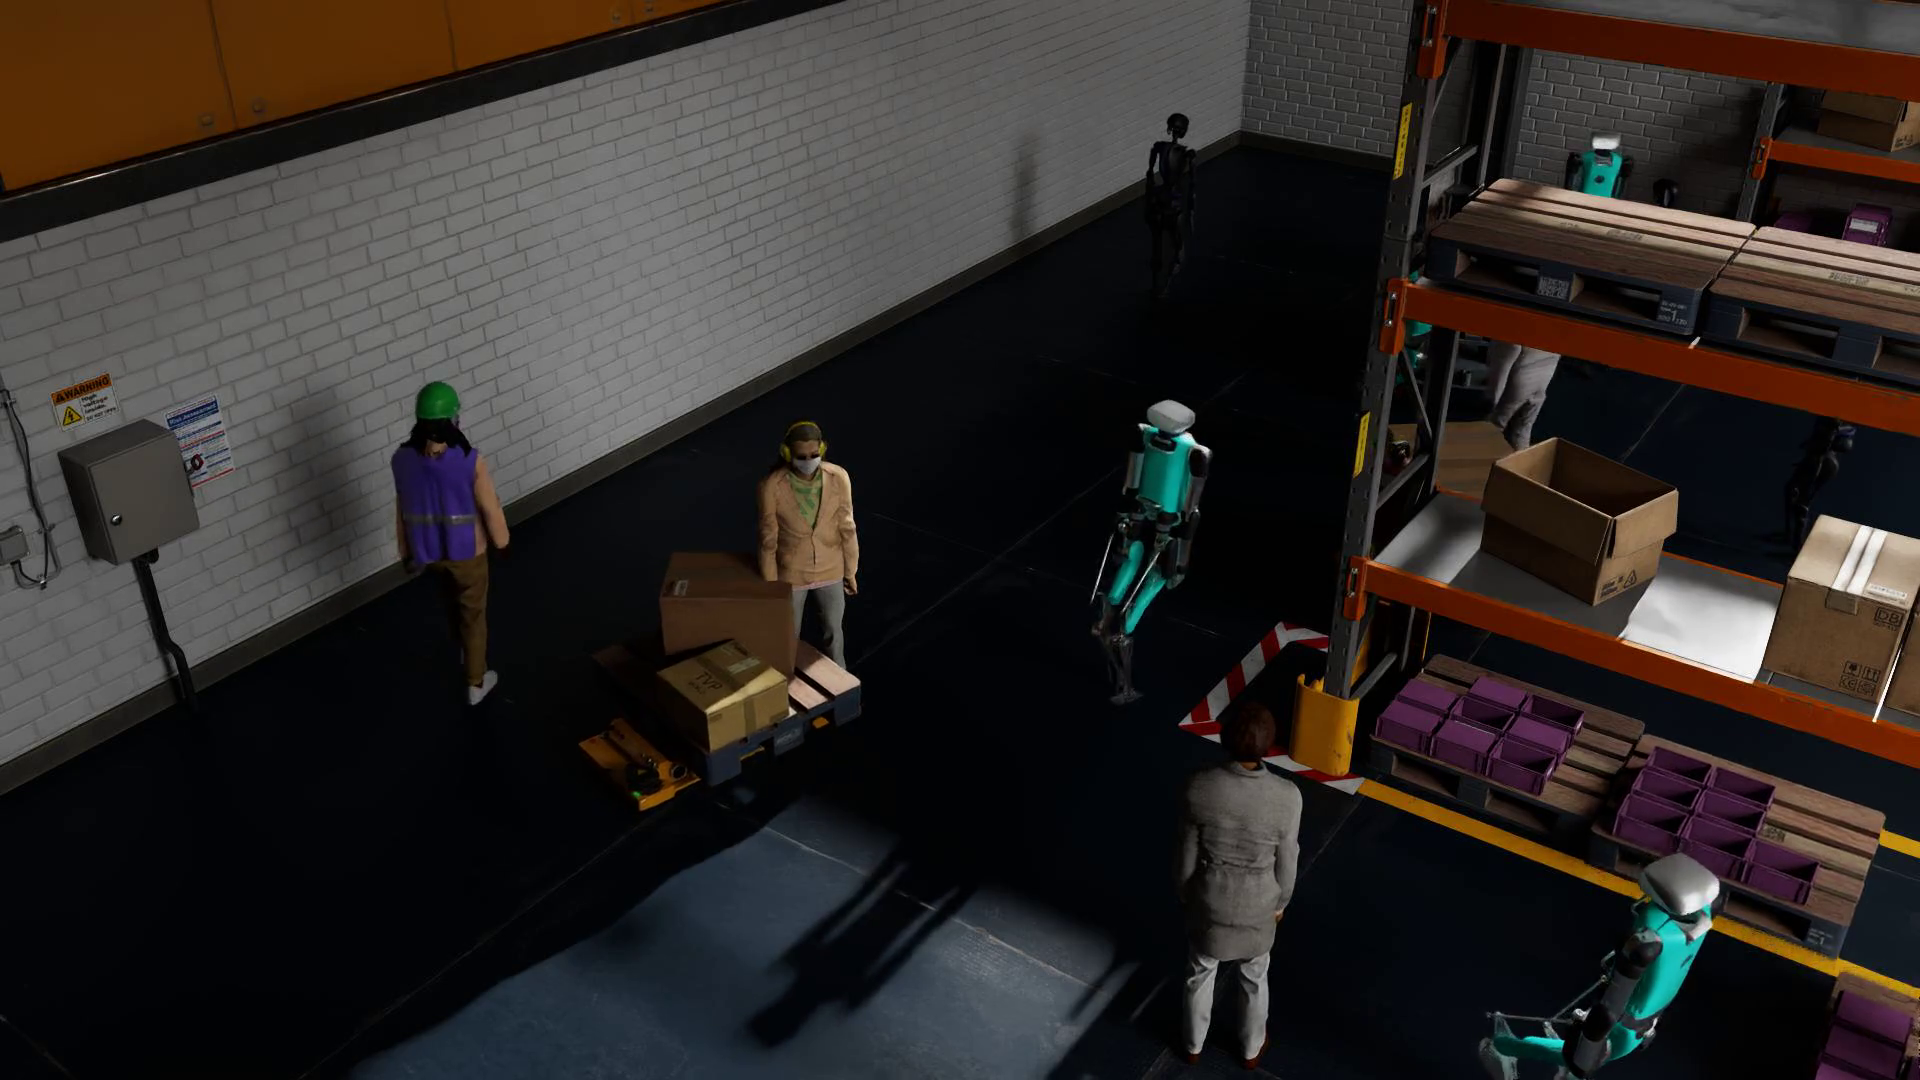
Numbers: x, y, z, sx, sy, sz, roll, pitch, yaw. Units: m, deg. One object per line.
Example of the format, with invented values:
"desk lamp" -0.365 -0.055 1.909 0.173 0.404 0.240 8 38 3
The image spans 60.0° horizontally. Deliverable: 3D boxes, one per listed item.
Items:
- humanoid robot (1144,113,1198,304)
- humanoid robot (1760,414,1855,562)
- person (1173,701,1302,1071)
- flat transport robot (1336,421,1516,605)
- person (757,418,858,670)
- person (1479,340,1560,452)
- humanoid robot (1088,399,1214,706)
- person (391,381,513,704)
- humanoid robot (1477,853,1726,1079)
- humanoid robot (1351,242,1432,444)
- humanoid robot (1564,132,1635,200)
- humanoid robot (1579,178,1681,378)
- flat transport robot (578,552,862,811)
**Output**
"humanoid robot" 1.816 -2.926 14.713 0.460 1.646 0.593 -26 39 -38
"humanoid robot" 5.513 -0.606 10.683 0.361 1.652 0.608 13 32 22
"person" 1.136 1.461 6.942 0.504 1.832 0.369 6 31 11
"flat transport robot" 3.209 0.215 10.667 1.431 0.231 0.659 -2 30 -4
"person" -0.834 0.166 9.159 0.554 1.869 0.391 -9 31 -16
"person" 3.812 -1.120 11.385 0.753 1.859 0.637 -12 32 -20
"humanoid robot" 0.961 0.147 9.338 0.536 1.785 0.851 25 38 36
"person" -2.842 -0.037 9.464 0.576 1.903 0.764 2 30 4
"humanoid robot" 2.395 1.819 6.416 0.530 1.745 0.932 -21 36 -32
"humanoid robot" 3.040 -1.348 11.949 0.532 1.777 0.852 -21 36 -32
"humanoid robot" 5.315 -2.668 14.227 0.536 1.795 0.804 6 30 10
"humanoid robot" 5.353 -2.087 13.258 0.590 1.644 0.431 -25 38 -36
"flat transport robot" -1.342 1.005 9.296 1.431 0.231 0.659 -23 37 -34
